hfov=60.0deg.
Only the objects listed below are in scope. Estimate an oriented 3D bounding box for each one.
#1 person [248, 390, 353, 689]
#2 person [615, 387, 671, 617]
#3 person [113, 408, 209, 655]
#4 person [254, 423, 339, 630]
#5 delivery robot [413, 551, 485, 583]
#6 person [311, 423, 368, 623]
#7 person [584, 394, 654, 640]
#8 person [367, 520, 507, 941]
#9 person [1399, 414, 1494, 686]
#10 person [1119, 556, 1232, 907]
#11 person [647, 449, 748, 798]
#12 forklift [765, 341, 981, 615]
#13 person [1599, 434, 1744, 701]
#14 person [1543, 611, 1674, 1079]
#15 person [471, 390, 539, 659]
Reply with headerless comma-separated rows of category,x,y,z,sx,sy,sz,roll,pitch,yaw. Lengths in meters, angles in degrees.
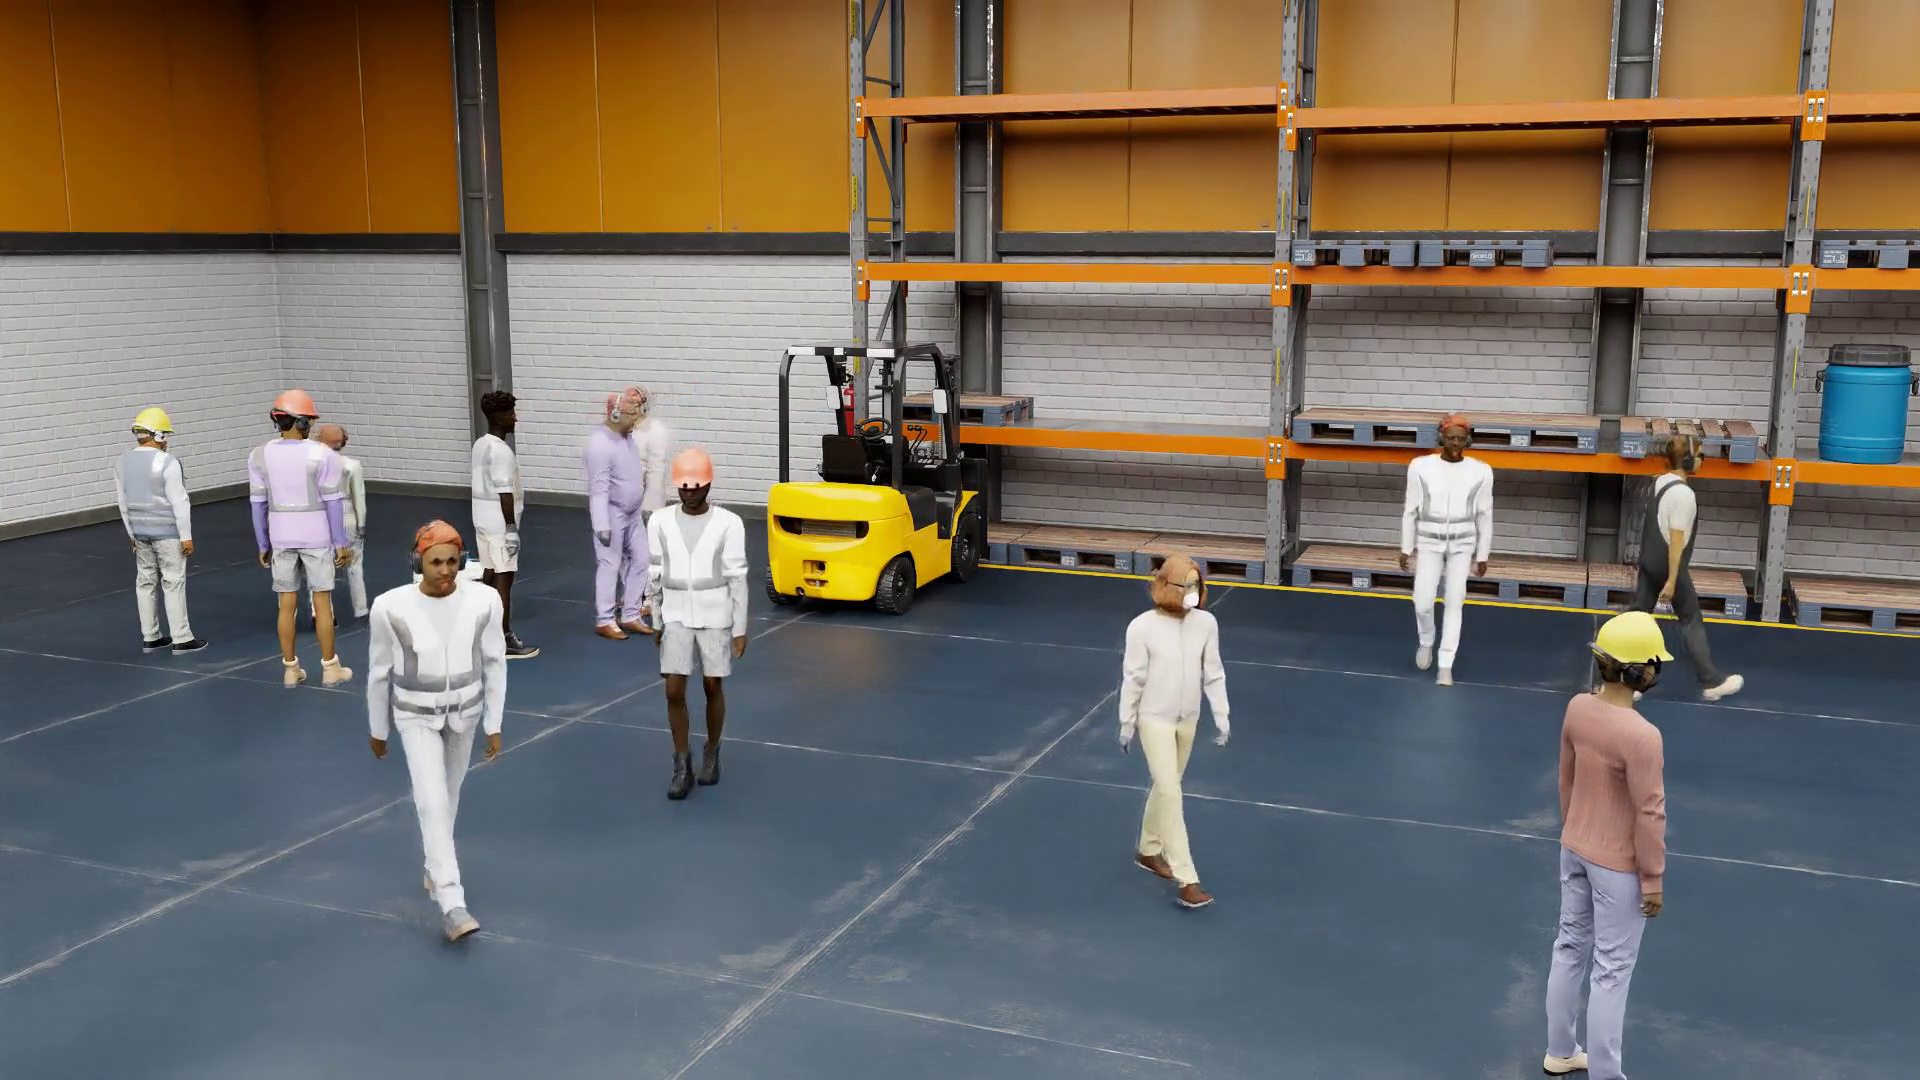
person,-4.482,0.001,11.329,0.605,2.037,0.394,0,10,0
person,-2.610,-0.299,13.436,0.646,1.884,0.451,8,13,37
person,-5.891,-0.061,12.261,0.586,1.826,0.403,3,11,18
person,-5.127,-0.175,12.870,0.591,1.834,0.404,-2,10,-13
delivery robot,-3.996,0.333,13.345,0.707,0.478,0.477,-6,12,-29
person,-4.960,-0.118,13.156,0.510,1.609,0.715,-1,10,-4
person,-2.562,-0.170,12.679,0.511,1.886,0.686,3,11,16
person,-2.296,0.814,7.381,0.570,1.824,0.960,-7,12,-33
person,3.341,0.062,11.441,0.609,1.871,0.451,2,10,13
person,1.039,0.874,7.687,0.517,1.597,0.802,-6,12,-31
person,-1.445,0.459,9.096,0.564,1.913,0.724,0,10,2
forklift,-0.739,-0.602,14.246,1.214,2.155,2.313,4,11,21
person,4.704,0.195,10.936,0.985,1.791,0.506,-1,10,-8
person,2.300,1.117,5.862,0.315,1.769,0.525,-2,10,-13
person,-3.370,-0.117,12.175,0.373,1.966,0.607,-6,12,-32
